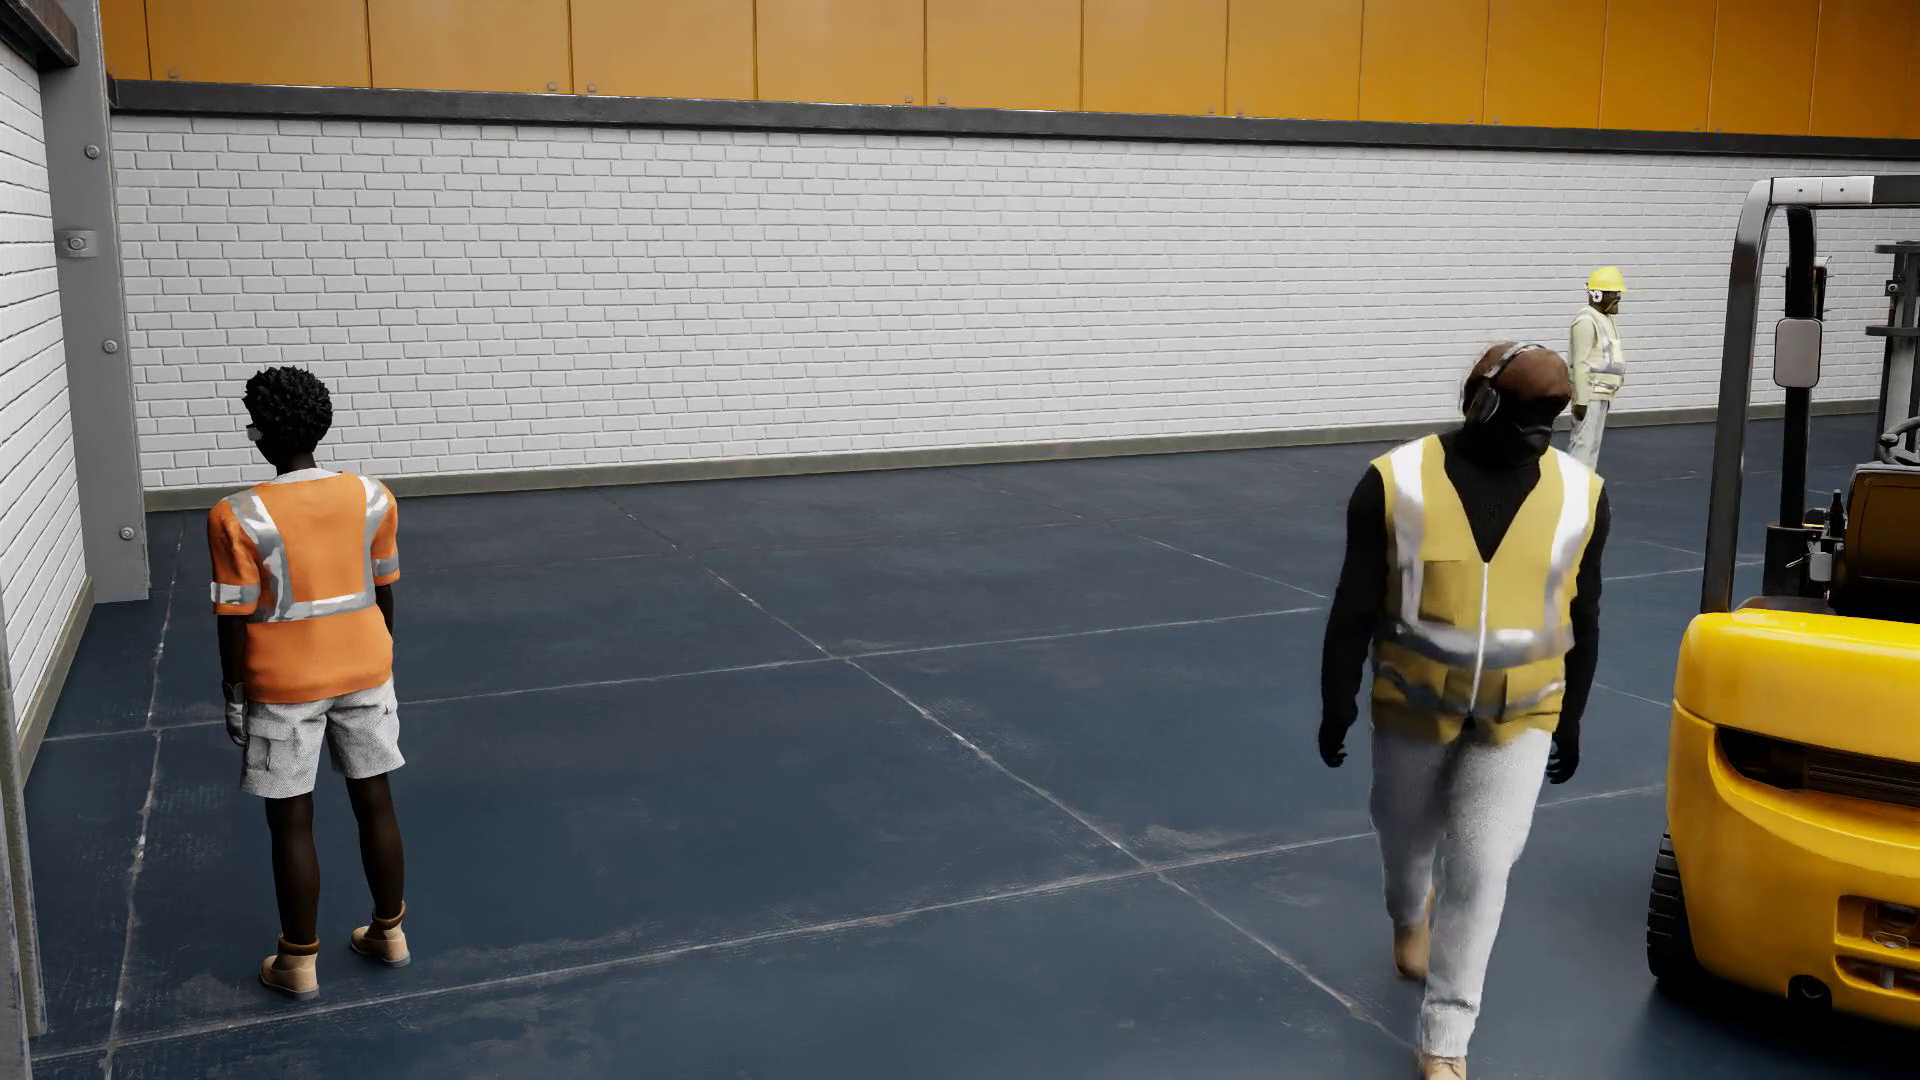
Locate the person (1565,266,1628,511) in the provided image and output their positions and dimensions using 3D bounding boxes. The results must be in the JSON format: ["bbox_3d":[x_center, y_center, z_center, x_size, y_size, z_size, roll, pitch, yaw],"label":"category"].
[{"bbox_3d":[4.630,-1.078,12.154,0.403,1.824,0.596,7,12,33],"label":"person"}]

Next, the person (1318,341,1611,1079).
[{"bbox_3d":[1.237,0.391,4.133,0.657,1.791,0.918,2,11,12],"label":"person"}]

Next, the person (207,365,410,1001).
[{"bbox_3d":[-1.732,0.382,4.465,0.320,1.694,0.531,9,14,40],"label":"person"}]

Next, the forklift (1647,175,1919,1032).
[{"bbox_3d":[2.810,0.094,4.662,1.214,2.155,2.313,7,12,34],"label":"forklift"}]

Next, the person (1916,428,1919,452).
[{"bbox_3d":[4.254,-0.187,7.089,0.854,1.896,0.644,5,11,25],"label":"person"}]
